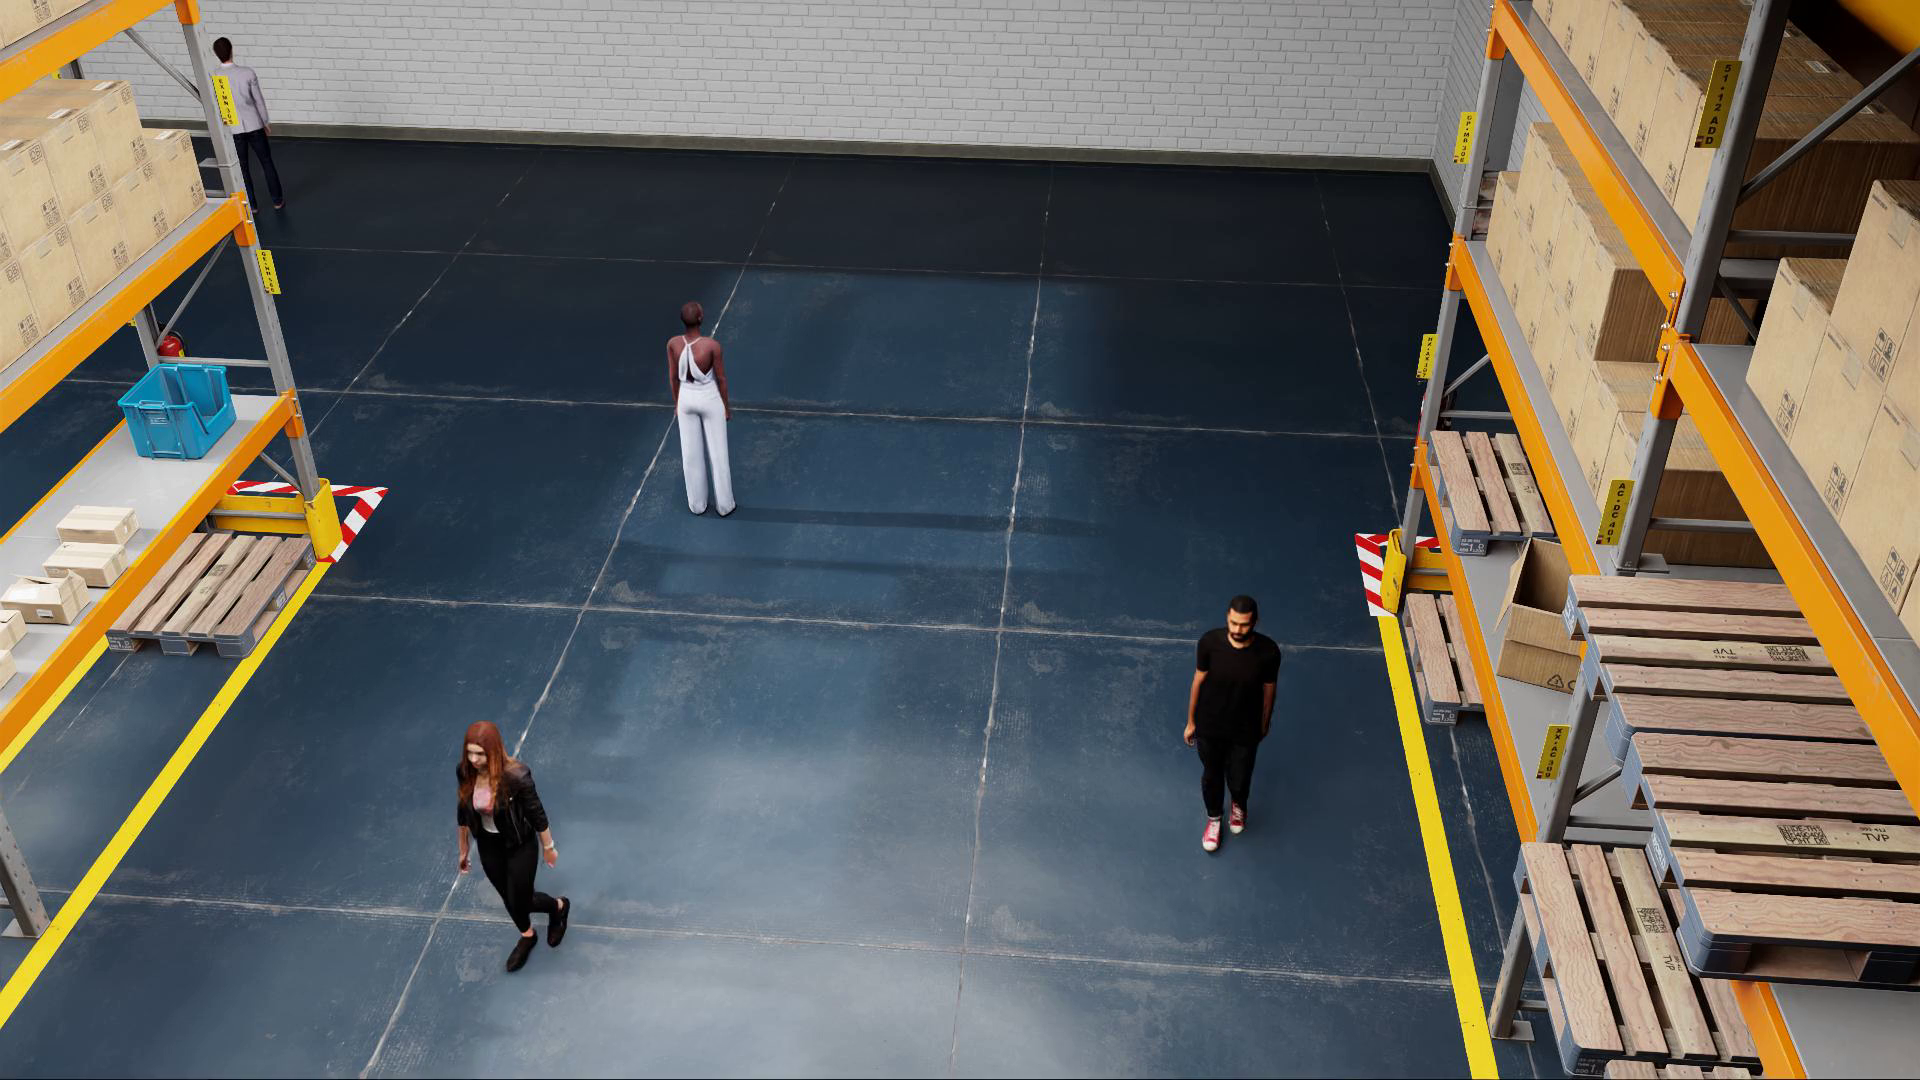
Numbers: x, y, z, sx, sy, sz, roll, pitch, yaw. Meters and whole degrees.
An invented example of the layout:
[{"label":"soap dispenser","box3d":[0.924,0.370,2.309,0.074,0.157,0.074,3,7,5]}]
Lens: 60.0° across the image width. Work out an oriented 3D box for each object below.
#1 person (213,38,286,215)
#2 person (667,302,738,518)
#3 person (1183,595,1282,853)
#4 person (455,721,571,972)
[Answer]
[{"label":"person","box3d":[-7.598,-4.391,17.642,0.769,1.847,0.768,-15,36,-21]},{"label":"person","box3d":[-1.959,-0.982,12.572,0.585,1.783,0.488,4,34,6]},{"label":"person","box3d":[1.562,1.013,9.604,0.709,1.747,0.745,10,35,15]},{"label":"person","box3d":[-2.339,1.549,8.842,0.734,1.696,0.776,14,36,20]}]
